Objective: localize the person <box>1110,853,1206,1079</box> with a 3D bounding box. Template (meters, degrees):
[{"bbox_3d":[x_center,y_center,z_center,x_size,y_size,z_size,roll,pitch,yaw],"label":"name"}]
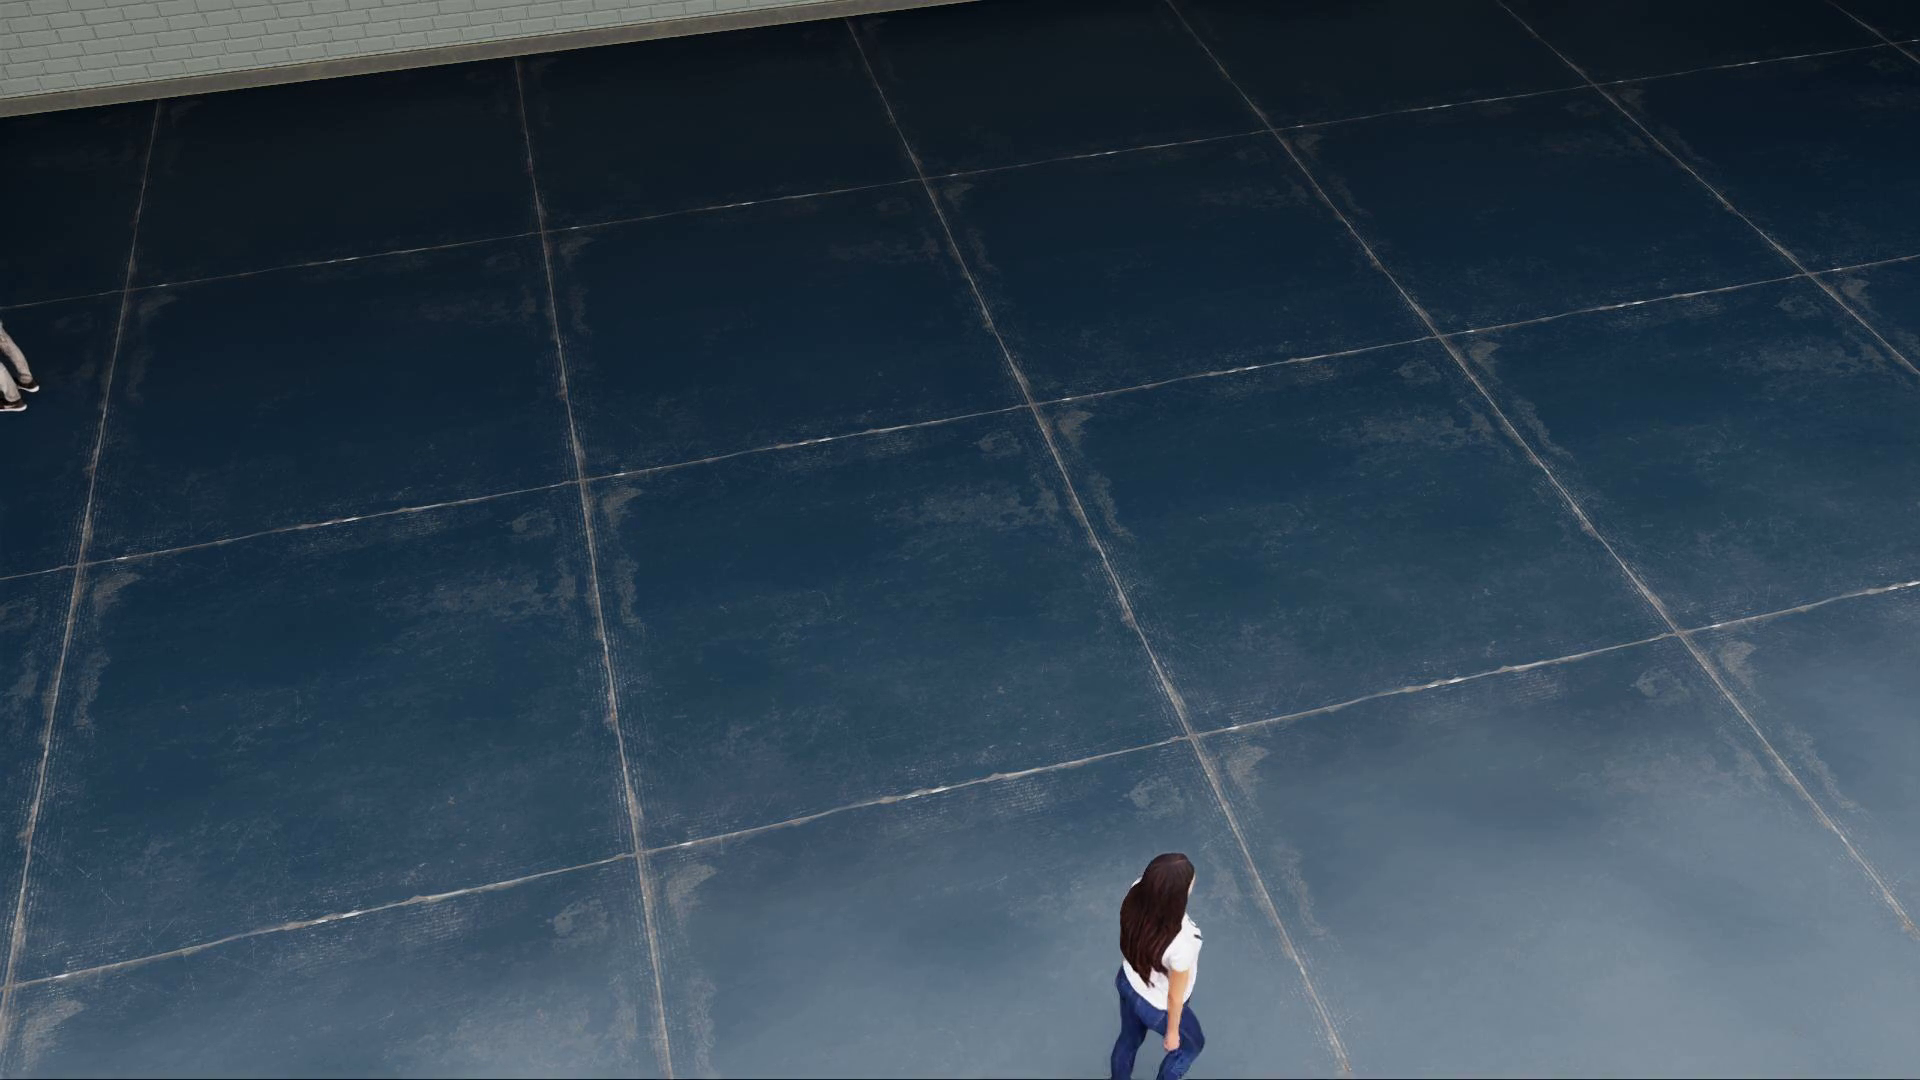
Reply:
[{"bbox_3d":[0.721,1.912,6.847,0.737,1.764,0.632,-19,46,-19],"label":"person"}]
